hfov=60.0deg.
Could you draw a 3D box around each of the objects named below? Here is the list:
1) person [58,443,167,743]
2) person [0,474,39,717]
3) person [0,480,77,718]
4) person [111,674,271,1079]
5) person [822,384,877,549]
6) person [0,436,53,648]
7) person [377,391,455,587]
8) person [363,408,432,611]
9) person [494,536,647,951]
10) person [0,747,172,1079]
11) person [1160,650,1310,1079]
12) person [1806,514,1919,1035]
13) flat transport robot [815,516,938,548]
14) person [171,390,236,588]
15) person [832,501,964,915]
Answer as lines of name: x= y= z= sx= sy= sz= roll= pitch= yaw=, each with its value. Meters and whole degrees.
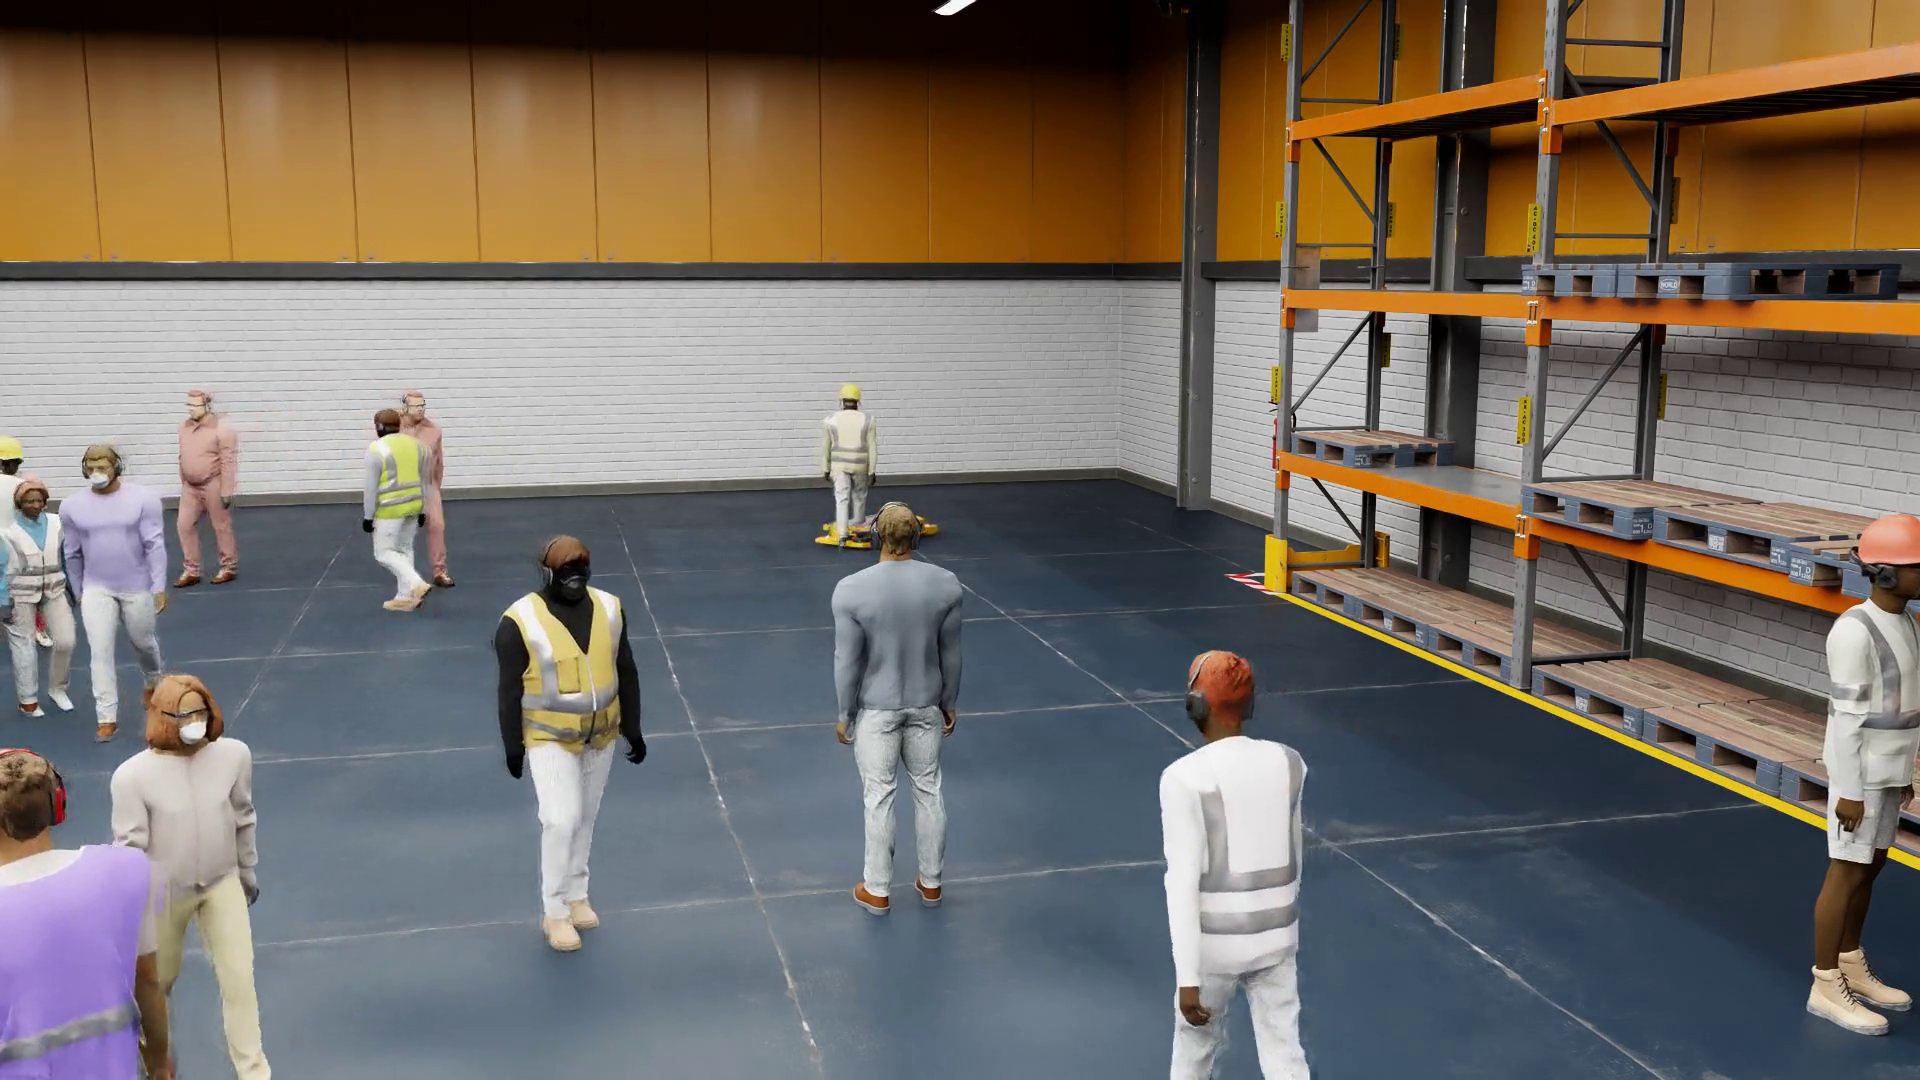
person: x=-5.522 y=0.297 z=10.922 sx=0.631 sy=1.905 sz=0.963 roll=-3 pitch=10 yaw=-17
person: x=-6.442 y=0.260 z=11.031 sx=0.376 sy=1.936 sz=0.627 roll=9 pitch=13 yaw=44
person: x=-6.187 y=0.396 z=11.160 sx=0.452 sy=1.615 sz=0.565 roll=7 pitch=11 yaw=37
person: x=-2.771 y=1.242 z=5.964 sx=0.860 sy=1.590 sz=0.516 roll=9 pitch=13 yaw=43
person: x=-1.208 y=-0.813 z=18.196 sx=0.609 sy=1.789 sz=0.921 roll=0 pitch=9 yaw=2
person: x=-7.332 y=0.054 z=12.901 sx=0.527 sy=1.736 sz=0.458 roll=-9 pitch=13 yaw=-44
person: x=-5.126 y=-0.462 z=15.725 sx=0.646 sy=1.878 sz=0.831 roll=-7 pitch=11 yaw=-37
person: x=-4.879 y=-0.241 z=14.539 sx=0.574 sy=1.813 sz=0.648 roll=4 pitch=10 yaw=24
person: x=-1.703 y=0.888 z=7.429 sx=0.621 sy=1.824 sz=0.627 roll=-9 pitch=12 yaw=-43
person: x=-2.266 y=1.410 z=4.167 sx=0.437 sy=1.828 sz=0.598 roll=8 pitch=12 yaw=39
person: x=0.866 y=1.265 z=5.189 sx=0.571 sy=1.819 sz=1.026 roll=-4 pitch=10 yaw=-24
person: x=3.642 y=0.912 z=6.606 sx=0.611 sy=2.048 sz=0.364 roll=-9 pitch=13 yaw=-43
flat transport robot: x=-0.918 y=-0.118 z=18.561 sx=0.652 sy=0.197 sz=1.431 roll=6 pitch=11 yaw=33
person: x=-7.225 y=-0.480 z=15.800 sx=0.682 sy=1.877 sz=0.764 roll=3 pitch=10 yaw=17
person: x=-0.293 y=0.781 z=7.762 sx=0.632 sy=1.940 sz=0.372 roll=-3 pitch=10 yaw=-20
